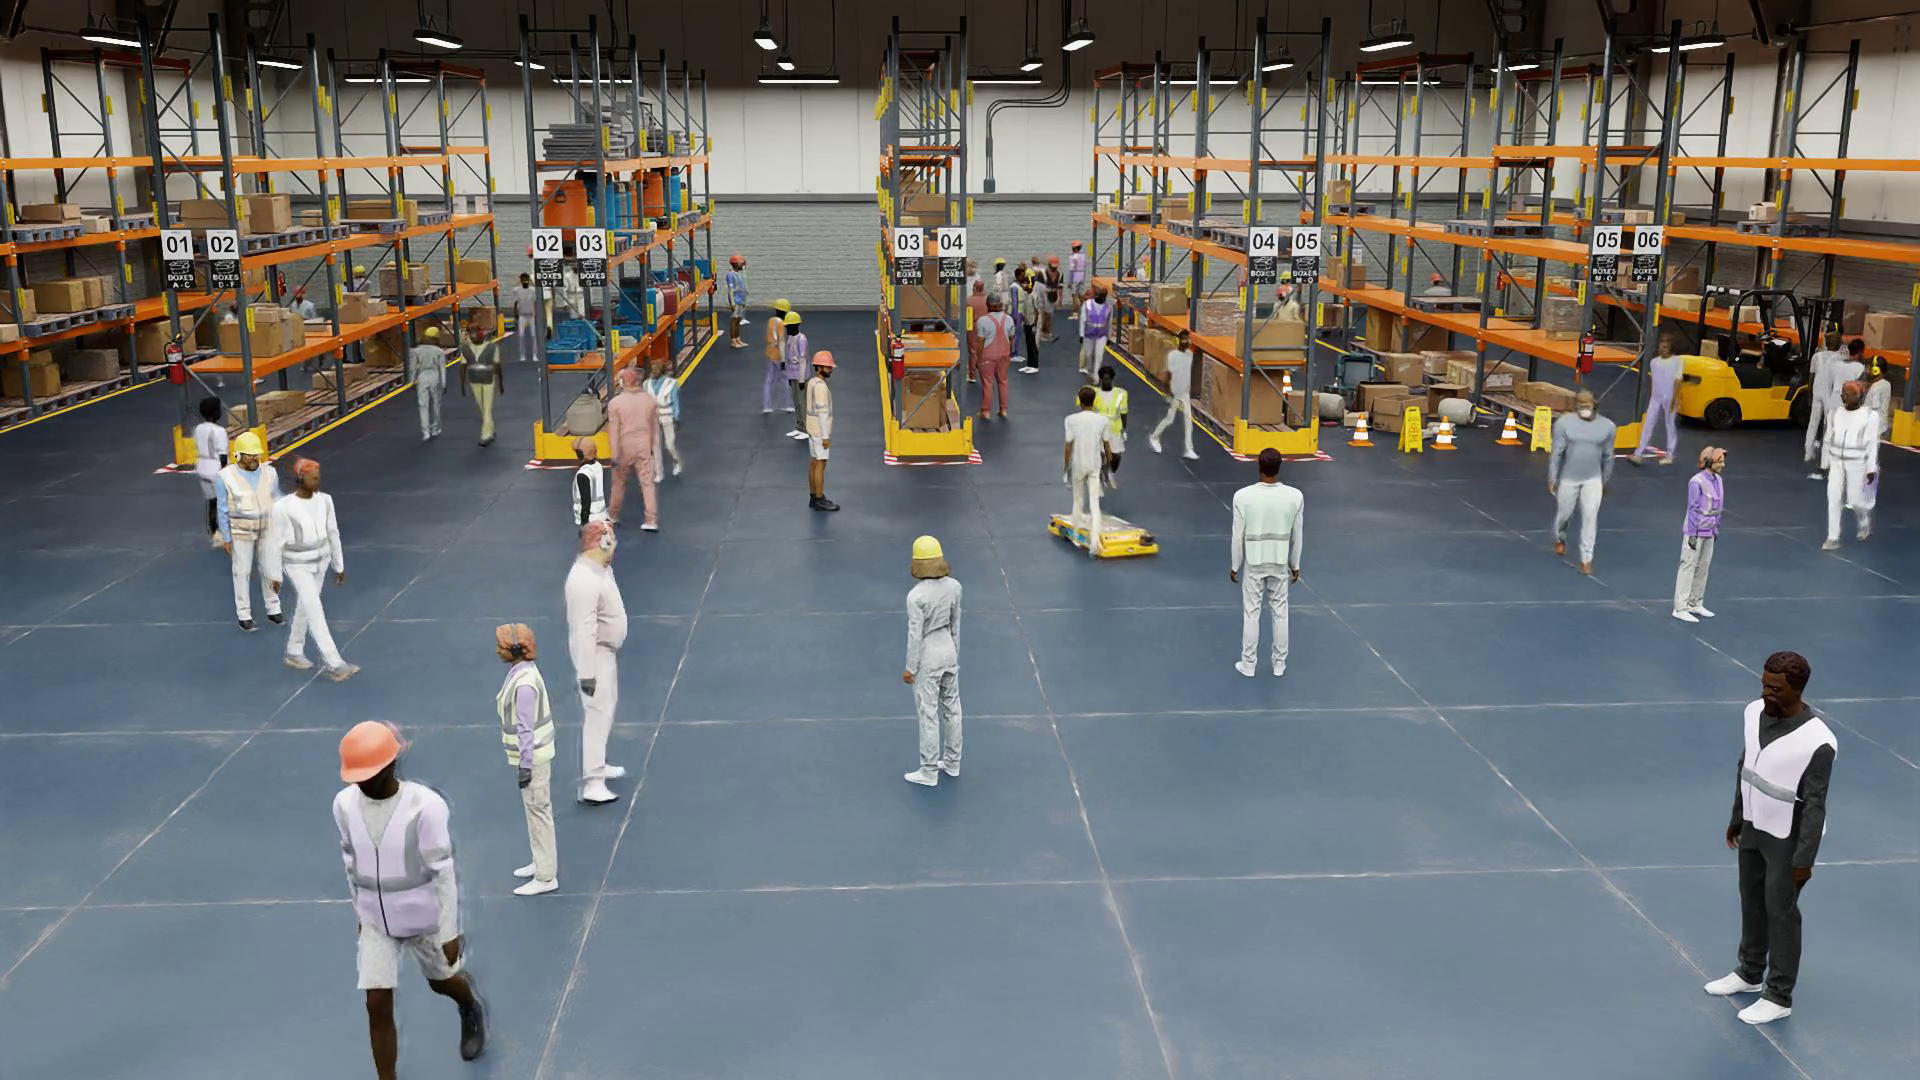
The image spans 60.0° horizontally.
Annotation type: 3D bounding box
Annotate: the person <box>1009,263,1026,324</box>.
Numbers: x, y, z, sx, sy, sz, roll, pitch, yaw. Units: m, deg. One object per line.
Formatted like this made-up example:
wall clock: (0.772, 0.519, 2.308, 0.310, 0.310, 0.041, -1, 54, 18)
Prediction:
person: (1.478, -5.946, 40.385, 0.572, 1.596, 0.746, 6, 15, 25)

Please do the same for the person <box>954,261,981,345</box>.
person: (0.172, -5.255, 36.923, 0.679, 1.864, 0.662, -8, 16, -31)

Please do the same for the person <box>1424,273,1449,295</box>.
person: (10.073, -4.786, 35.200, 0.570, 1.731, 0.677, -1, 13, -3)

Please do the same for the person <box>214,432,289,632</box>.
person: (-6.403, -0.078, 15.076, 0.403, 1.825, 0.591, 13, 18, 43)

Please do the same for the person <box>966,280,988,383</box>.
person: (0.338, -3.895, 31.046, 0.648, 1.913, 0.409, -5, 14, -22)

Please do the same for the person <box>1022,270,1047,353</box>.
person: (1.569, -4.890, 35.581, 0.603, 1.766, 0.967, 0, 13, 0)

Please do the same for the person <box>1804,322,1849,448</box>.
person: (12.567, -2.208, 24.005, 0.330, 1.864, 0.512, -2, 13, -6)

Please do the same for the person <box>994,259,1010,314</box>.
person: (0.921, -5.360, 37.354, 0.376, 1.874, 0.700, 4, 14, 15)

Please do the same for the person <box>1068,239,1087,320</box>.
person: (2.948, -6.602, 42.233, 0.391, 2.040, 0.614, 13, 18, 43)

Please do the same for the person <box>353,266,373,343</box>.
person: (-13.414, -5.317, 37.472, 0.500, 1.716, 0.734, 0, 13, -1)

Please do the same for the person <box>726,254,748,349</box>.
person: (-4.865, -5.213, 36.338, 0.365, 2.048, 0.607, 3, 14, 13)

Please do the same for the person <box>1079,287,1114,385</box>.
person: (2.525, -3.812, 30.910, 0.645, 1.816, 0.733, 0, 13, 1)

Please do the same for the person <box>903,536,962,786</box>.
person: (-0.202, 0.823, 11.437, 0.311, 1.735, 0.483, 13, 18, 43)

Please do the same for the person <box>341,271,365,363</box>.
person: (-12.415, -4.565, 33.862, 0.543, 1.928, 0.401, -10, 17, -37)

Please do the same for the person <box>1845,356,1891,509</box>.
person: (11.040, -1.302, 20.163, 0.329, 1.865, 0.516, 11, 17, 38)

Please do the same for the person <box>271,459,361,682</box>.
person: (-5.329, 0.239, 13.719, 1.018, 1.819, 0.582, 7, 15, 27)

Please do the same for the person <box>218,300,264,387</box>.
person: (-13.281, -3.598, 30.484, 0.706, 1.610, 0.578, 4, 14, 16)

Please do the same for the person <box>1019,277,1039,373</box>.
person: (1.362, -4.186, 32.369, 0.309, 1.868, 0.535, -5, 14, -19)

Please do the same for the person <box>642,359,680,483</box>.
person: (-3.904, -1.568, 21.787, 0.531, 1.627, 0.414, 3, 14, 12)

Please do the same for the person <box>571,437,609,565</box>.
person: (-3.528, -0.178, 15.886, 0.306, 1.636, 0.522, 1, 13, 3)

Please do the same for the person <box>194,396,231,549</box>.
person: (-8.063, -0.722, 18.067, 0.551, 1.685, 0.367, 10, 16, 35)

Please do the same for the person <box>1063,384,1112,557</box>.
person: (1.375, -0.755, 17.914, 0.528, 1.842, 0.876, -1, 13, -2)

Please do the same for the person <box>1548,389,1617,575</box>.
person: (6.442, -0.643, 17.281, 0.655, 1.909, 0.725, 4, 14, 15)

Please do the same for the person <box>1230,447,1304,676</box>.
person: (2.525, 0.189, 13.730, 0.590, 1.919, 0.391, 0, 13, -2)

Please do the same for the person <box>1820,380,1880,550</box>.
person: (9.715, -0.826, 18.132, 0.602, 1.869, 0.607, -9, 16, -34)

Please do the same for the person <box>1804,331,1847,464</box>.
person: (11.984, -1.963, 23.000, 0.332, 1.844, 0.516, -8, 16, -31)

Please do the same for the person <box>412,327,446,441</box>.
person: (-7.989, -2.358, 25.015, 0.535, 1.679, 0.901, -2, 13, -8)

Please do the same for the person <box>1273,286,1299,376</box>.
person: (6.338, -4.064, 32.208, 0.606, 1.708, 0.520, 12, 18, 42)

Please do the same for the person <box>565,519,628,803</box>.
person: (-2.442, 0.804, 11.228, 0.395, 1.878, 0.847, -1, 13, -6)

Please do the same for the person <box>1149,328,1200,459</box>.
person: (3.061, -2.098, 23.593, 0.520, 1.845, 0.875, -8, 16, -32)

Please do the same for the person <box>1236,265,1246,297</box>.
person: (7.294, -6.722, 43.332, 0.310, 1.768, 0.533, 2, 13, 8)

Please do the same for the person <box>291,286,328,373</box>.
person: (-12.761, -4.160, 32.620, 0.582, 1.707, 0.851, 7, 15, 26)

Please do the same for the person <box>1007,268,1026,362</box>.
person: (1.162, -4.621, 34.104, 0.373, 1.917, 0.594, 3, 14, 12)

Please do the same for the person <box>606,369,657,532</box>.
person: (-3.788, -1.043, 19.085, 0.674, 1.849, 1.005, -11, 17, -40)

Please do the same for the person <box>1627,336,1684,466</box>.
person: (9.575, -1.883, 22.765, 0.949, 1.797, 0.514, -11, 17, -38)

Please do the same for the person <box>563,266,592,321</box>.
person: (-8.355, -5.231, 36.491, 0.612, 2.024, 0.865, 1, 13, 4)

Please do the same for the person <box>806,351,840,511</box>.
person: (-1.665, -1.318, 20.081, 0.376, 1.934, 0.546, -4, 14, -16)

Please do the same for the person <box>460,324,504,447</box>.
person: (-7.058, -2.292, 24.531, 0.581, 1.782, 1.009, 0, 13, 1)

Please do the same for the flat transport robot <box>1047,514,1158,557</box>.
flat transport robot: (1.562, -0.083, 18.410, 0.652, 0.197, 1.431, -5, 14, -21)

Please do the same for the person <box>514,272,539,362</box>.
person: (-8.826, -4.556, 34.002, 0.570, 1.847, 0.433, -4, 14, -18)

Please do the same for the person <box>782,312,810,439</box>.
person: (-2.466, -2.477, 25.037, 0.410, 1.918, 0.585, -6, 15, -24)

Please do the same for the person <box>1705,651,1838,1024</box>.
person: (4.090, 1.468, 8.333, 0.397, 1.911, 0.587, -2, 13, -10)

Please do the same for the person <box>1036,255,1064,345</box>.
person: (2.021, -5.349, 37.064, 0.634, 1.970, 1.076, -6, 14, -23)

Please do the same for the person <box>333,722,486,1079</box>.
person: (-2.496, 1.660, 7.560, 0.573, 1.895, 0.953, 2, 13, 9)

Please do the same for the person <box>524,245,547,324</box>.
person: (-10.575, -6.360, 41.445, 0.710, 1.946, 0.621, -2, 13, -9)

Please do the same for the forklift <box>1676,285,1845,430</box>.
forklift: (12.503, -2.886, 26.166, 2.313, 2.155, 1.214, -1, 13, -3)

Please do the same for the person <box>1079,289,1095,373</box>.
person: (2.494, -4.080, 32.451, 0.287, 1.626, 0.497, 3, 14, 11)

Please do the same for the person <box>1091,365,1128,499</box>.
person: (1.822, -1.357, 20.774, 0.541, 1.681, 0.410, 0, 13, 1)

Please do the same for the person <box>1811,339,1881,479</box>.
person: (11.737, -1.720, 21.946, 1.025, 1.857, 0.598, -4, 14, -18)

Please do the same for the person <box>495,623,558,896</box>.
person: (-2.536, 1.272, 9.763, 0.317, 1.629, 0.508, -5, 14, -19)

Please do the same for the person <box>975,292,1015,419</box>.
person: (0.517, -2.997, 26.965, 0.686, 2.000, 0.538, -8, 15, -29)

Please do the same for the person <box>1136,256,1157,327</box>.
person: (4.541, -5.972, 40.191, 0.586, 1.742, 0.461, -6, 14, -23)

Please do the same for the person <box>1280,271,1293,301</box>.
person: (6.895, -4.795, 35.166, 0.325, 1.769, 0.524, 0, 13, 0)

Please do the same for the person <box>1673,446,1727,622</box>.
person: (6.871, -0.061, 15.413, 0.518, 1.633, 0.313, -11, 17, -39)

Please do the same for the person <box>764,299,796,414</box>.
person: (-2.930, -3.020, 27.384, 0.697, 1.886, 0.674, -8, 16, -31)

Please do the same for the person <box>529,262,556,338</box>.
person: (-9.553, -5.518, 38.120, 0.603, 1.817, 0.698, -4, 14, -18)
